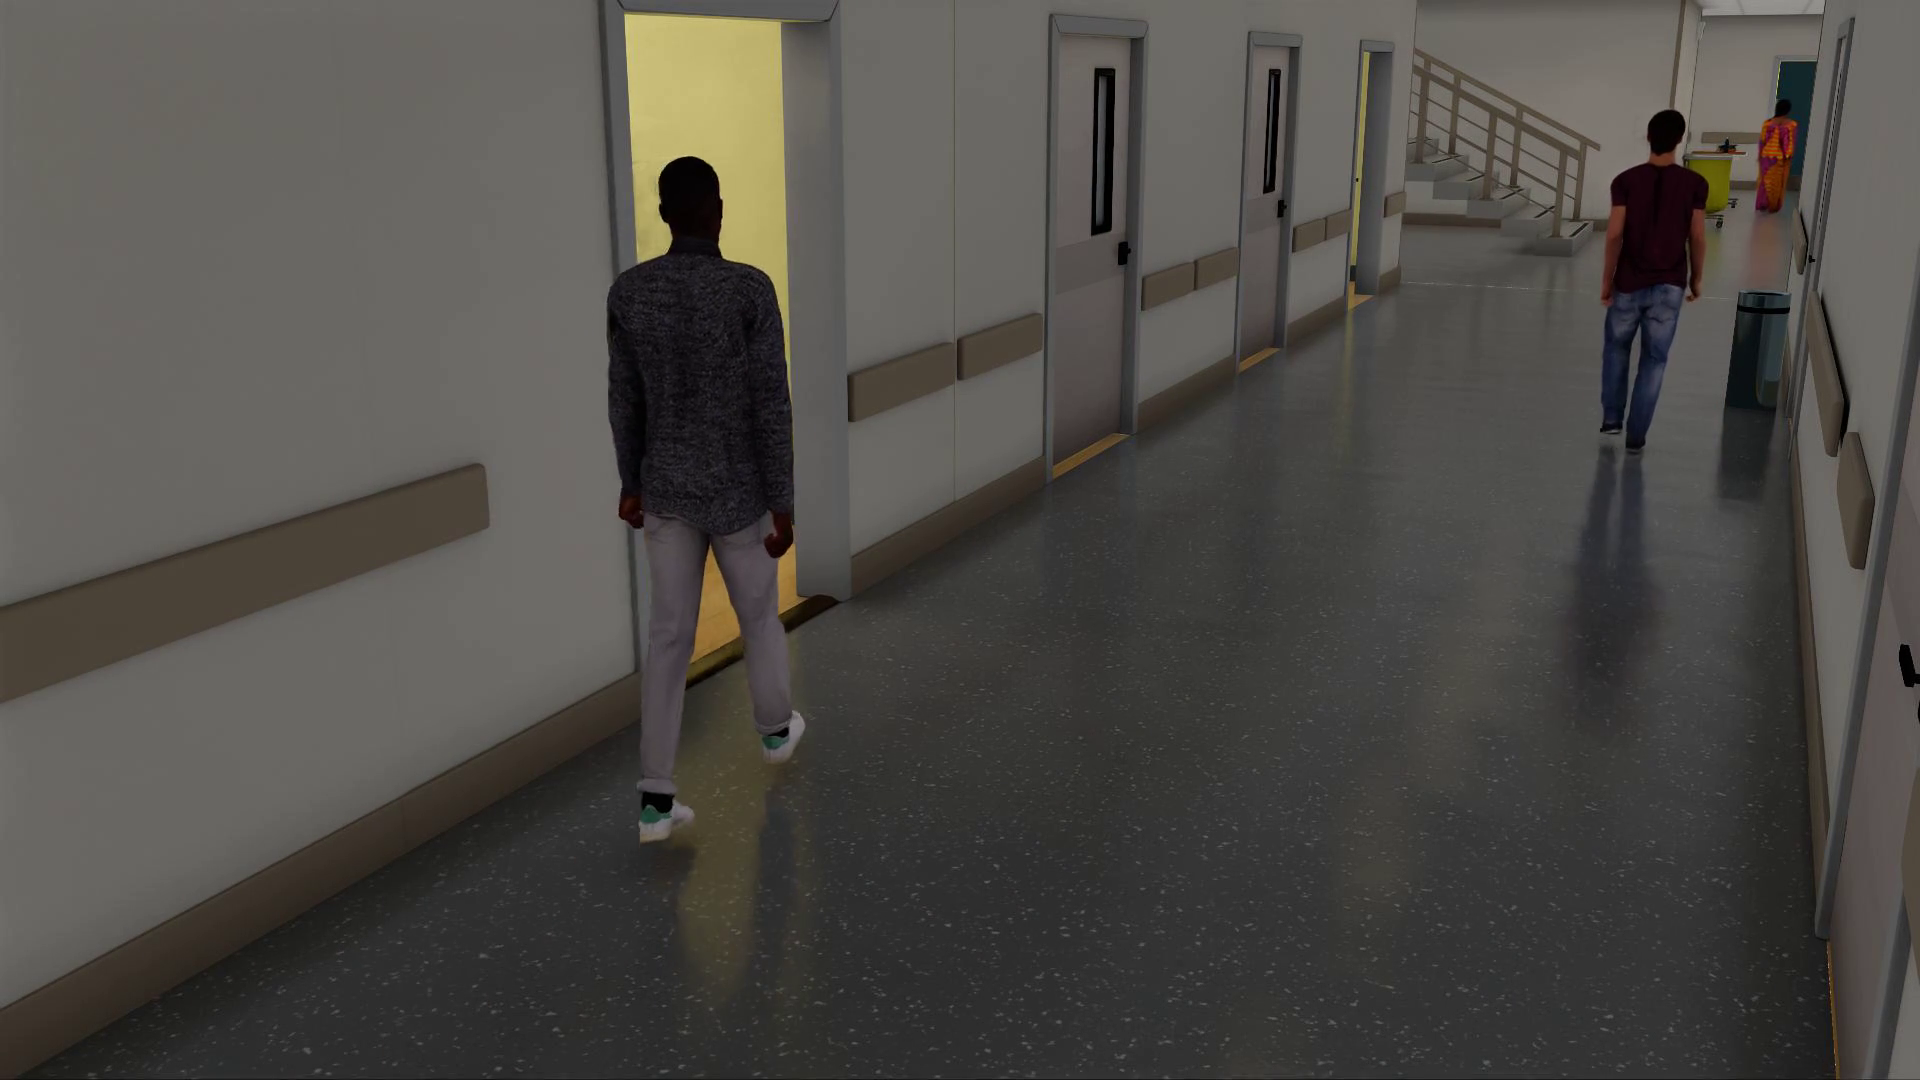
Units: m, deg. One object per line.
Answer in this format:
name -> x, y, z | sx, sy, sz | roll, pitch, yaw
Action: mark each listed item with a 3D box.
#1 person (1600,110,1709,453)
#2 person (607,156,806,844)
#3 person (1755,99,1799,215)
person -> 3.751, -1.387, 9.059 | 0.591, 1.838, 0.723 | 7, 17, 23
person -> -0.730, -0.063, 4.455 | 1.203, 1.788, 0.969 | 3, 16, 11
person -> 11.911, -5.608, 24.331 | 1.088, 1.675, 0.709 | 7, 17, 23
